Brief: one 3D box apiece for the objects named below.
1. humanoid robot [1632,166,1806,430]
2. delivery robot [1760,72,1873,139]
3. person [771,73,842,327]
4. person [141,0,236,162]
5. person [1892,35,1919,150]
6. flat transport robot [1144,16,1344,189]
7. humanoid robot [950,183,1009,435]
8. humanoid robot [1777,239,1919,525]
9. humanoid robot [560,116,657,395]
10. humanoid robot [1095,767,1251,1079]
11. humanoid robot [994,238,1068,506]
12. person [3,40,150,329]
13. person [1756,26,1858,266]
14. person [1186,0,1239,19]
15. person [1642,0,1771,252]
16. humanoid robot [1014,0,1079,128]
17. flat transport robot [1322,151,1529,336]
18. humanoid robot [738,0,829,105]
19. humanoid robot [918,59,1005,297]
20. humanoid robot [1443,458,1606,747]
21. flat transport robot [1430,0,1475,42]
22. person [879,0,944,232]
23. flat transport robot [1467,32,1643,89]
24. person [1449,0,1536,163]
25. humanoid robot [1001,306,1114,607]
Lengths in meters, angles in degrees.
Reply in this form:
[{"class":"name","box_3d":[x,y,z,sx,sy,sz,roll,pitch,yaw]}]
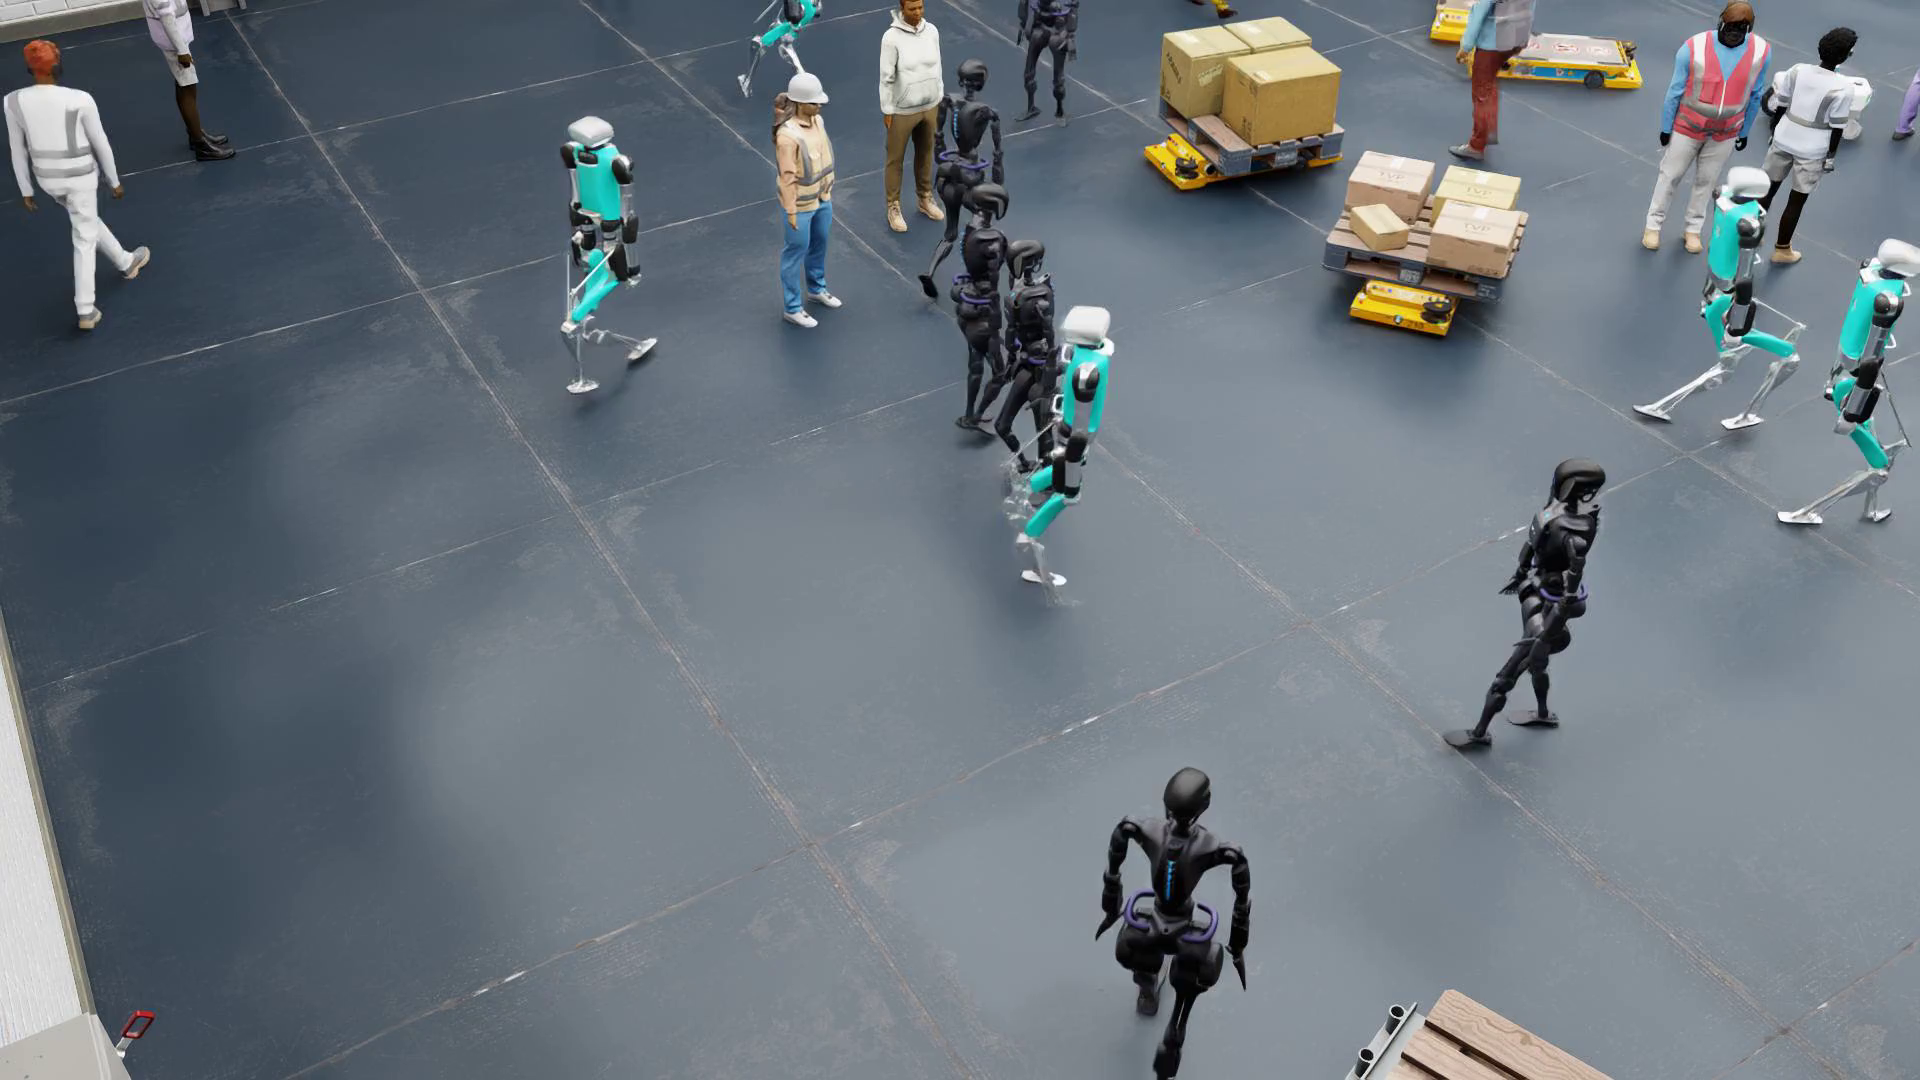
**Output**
[{"class":"humanoid robot","box_3d":[4.699,-1.370,9.859,0.983,1.743,0.533,0,38,0]},{"class":"delivery robot","box_3d":[7.001,-3.604,13.616,0.794,0.603,0.499,7,39,9]},{"class":"person","box_3d":[-1.018,-2.255,10.971,0.376,1.722,0.497,20,43,24]},{"class":"person","box_3d":[-6.061,-3.897,12.867,0.356,1.938,0.541,-18,42,-22]},{"class":"person","box_3d":[7.800,-3.959,13.022,0.376,1.838,0.571,-21,43,-24]},{"class":"flat transport robot","box_3d":[2.252,-3.105,13.210,1.431,0.231,0.659,-13,40,-16]},{"class":"humanoid robot","box_3d":[0.125,-1.363,9.886,0.323,1.648,0.615,-10,39,-12]},{"class":"humanoid robot","box_3d":[5.115,-0.744,9.115,0.800,1.875,0.538,9,39,11]},{"class":"humanoid robot","box_3d":[-2.330,-1.650,10.233,0.542,1.767,1.036,23,44,26]},{"class":"humanoid robot","box_3d":[0.818,1.477,6.333,0.609,1.620,0.790,12,40,15]},{"class":"humanoid robot","box_3d":[0.405,-0.926,9.327,0.337,1.646,0.615,-14,41,-17]},{"class":"person","box_3d":[-5.928,-2.383,11.069,0.570,1.818,1.026,2,38,2]},{"class":"person","box_3d":[5.877,-2.746,11.605,0.316,1.695,0.541,-21,43,-24]},{"class":"person","box_3d":[2.410,-5.695,15.301,0.556,1.709,0.864,-28,46,-30]},{"class":"person","box_3d":[5.240,-2.891,11.687,0.628,1.838,0.431,6,39,7]},{"class":"humanoid robot","box_3d":[0.729,-4.131,13.376,0.592,1.644,0.370,25,45,28]},{"class":"flat transport robot","box_3d":[3.243,-1.911,11.703,0.659,0.231,1.431,16,41,19]},{"class":"humanoid robot","box_3d":[-1.550,-4.451,13.748,0.924,1.788,0.552,13,40,16]},{"class":"humanoid robot","box_3d":[-0.006,-2.407,11.206,0.614,1.626,0.636,26,45,29]},{"class":"humanoid robot","box_3d":[2.680,0.293,7.800,0.656,1.636,0.600,1,38,2]},{"class":"flat transport robot","box_3d":[4.830,-5.002,15.603,0.659,0.231,1.431,12,40,14]},{"class":"person","box_3d":[-0.360,-3.123,12.027,0.518,1.767,0.373,-21,43,-25]},{"class":"flat transport robot","box_3d":[5.217,-4.220,14.616,1.431,0.231,0.659,6,39,8]},{"class":"person","box_3d":[4.154,-3.846,12.860,0.584,1.856,0.467,-24,44,-27]},{"class":"humanoid robot","box_3d":[0.423,-0.412,8.651,0.686,1.812,0.545,5,39,7]}]
